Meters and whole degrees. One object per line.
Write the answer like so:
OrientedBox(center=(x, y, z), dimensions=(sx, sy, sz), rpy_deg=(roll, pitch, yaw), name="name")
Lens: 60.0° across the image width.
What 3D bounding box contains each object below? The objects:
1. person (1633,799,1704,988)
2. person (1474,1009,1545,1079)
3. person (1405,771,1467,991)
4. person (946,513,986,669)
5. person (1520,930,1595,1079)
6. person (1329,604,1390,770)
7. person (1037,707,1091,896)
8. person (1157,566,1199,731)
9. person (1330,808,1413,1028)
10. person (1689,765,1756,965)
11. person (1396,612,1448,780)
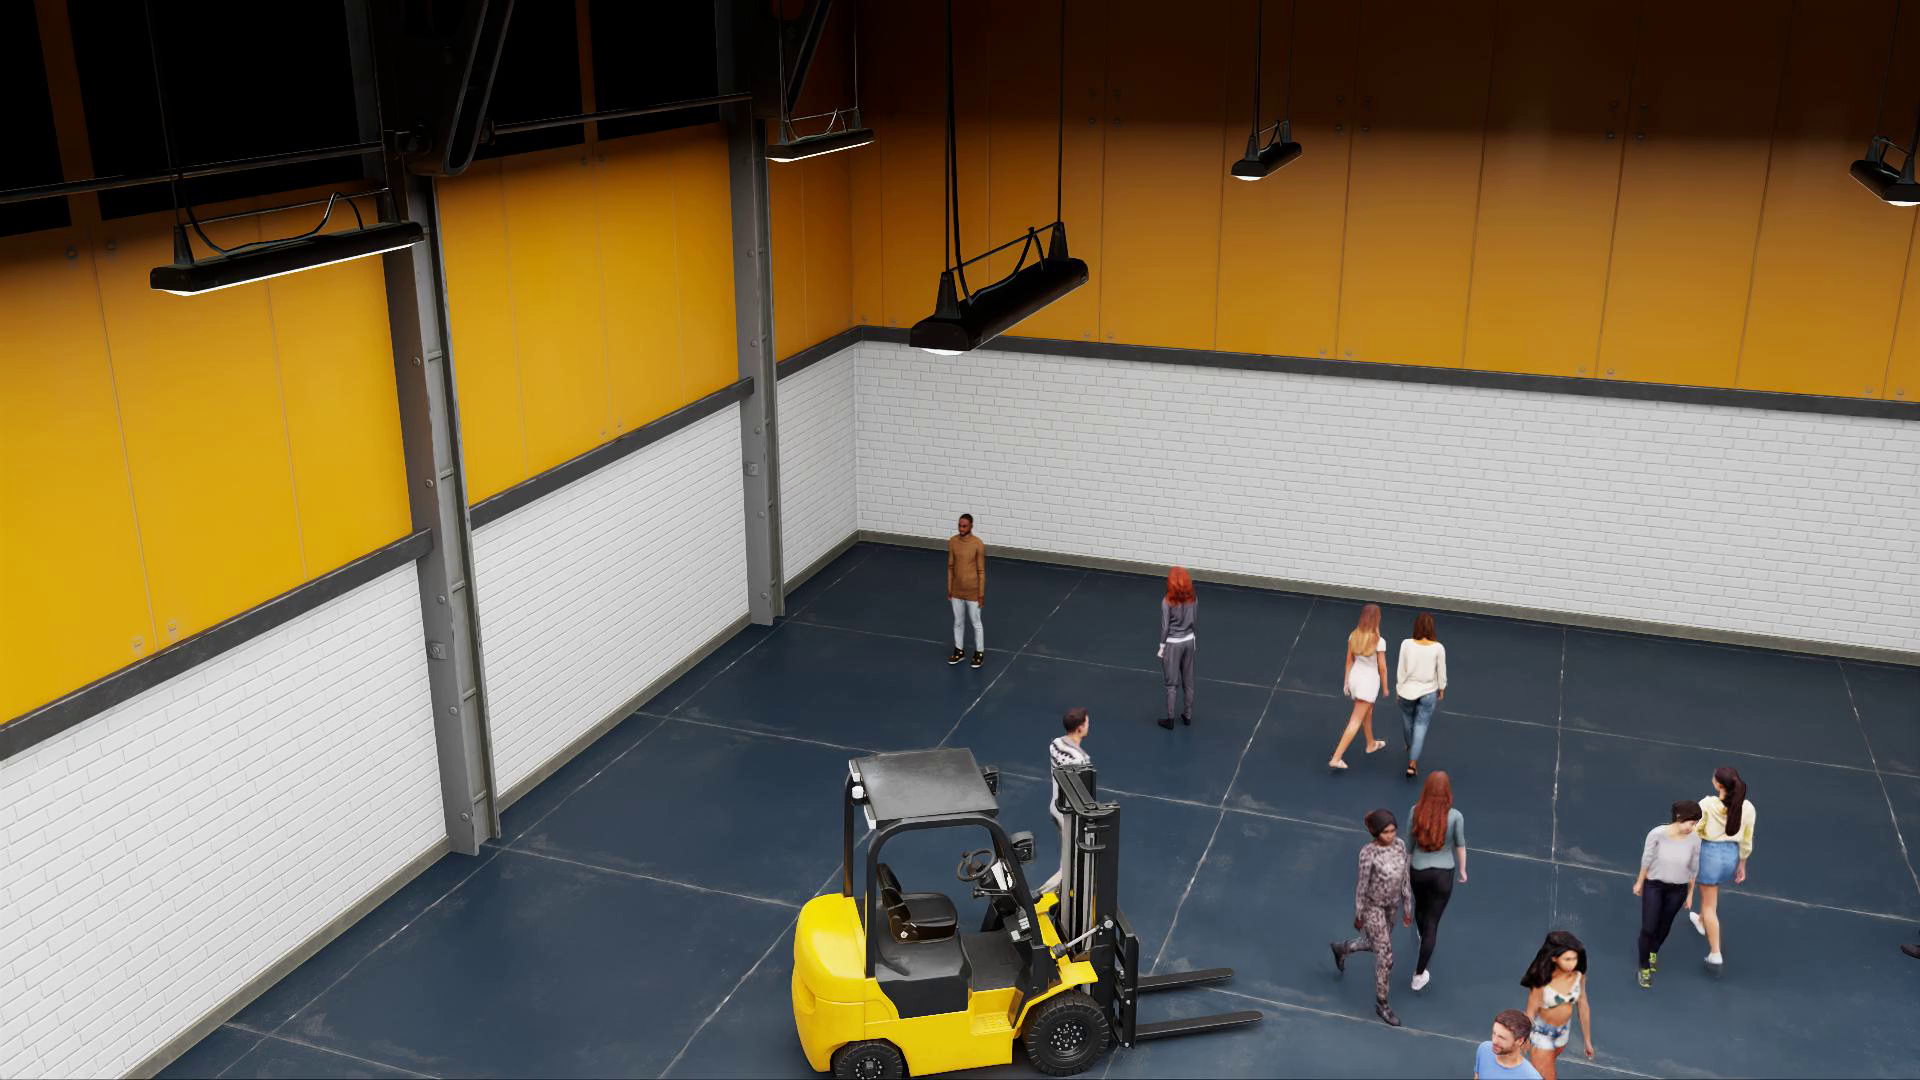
OrientedBox(center=(5.534, 2.685, 13.059), dimensions=(0.652, 1.520, 0.819), rpy_deg=(4, 19, 13), name="person")
OrientedBox(center=(3.190, 3.586, 9.846), dimensions=(0.767, 1.864, 0.738), rpy_deg=(-12, 22, -32), name="person")
OrientedBox(center=(3.626, 2.663, 12.853), dimensions=(0.675, 1.694, 1.111), rpy_deg=(8, 20, 22), name="person")
OrientedBox(center=(0.083, 0.557, 18.918), dimensions=(0.633, 1.815, 0.552), rpy_deg=(9, 20, 24), name="person")
OrientedBox(center=(3.895, 3.287, 11.151), dimensions=(0.867, 1.596, 0.947), rpy_deg=(-7, 20, -21), name="person")
OrientedBox(center=(3.944, 1.483, 16.419), dimensions=(1.188, 1.654, 0.997), rpy_deg=(-13, 23, -34), name="person")
OrientedBox(center=(0.855, 2.278, 13.768), dimensions=(1.013, 1.839, 0.960), rpy_deg=(-7, 20, -20), name="person")
OrientedBox(center=(2.276, 1.114, 17.314), dimensions=(0.658, 1.782, 0.703), rpy_deg=(-7, 20, -20), name="person")
OrientedBox(center=(3.112, 2.768, 12.546), dimensions=(1.038, 1.691, 1.079), rpy_deg=(-10, 21, -26), name="person")
OrientedBox(center=(6.013, 2.602, 13.189), dimensions=(0.871, 1.594, 1.181), rpy_deg=(0, 19, 1), name="person")
OrientedBox(center=(4.476, 1.543, 16.258), dimensions=(0.662, 1.644, 0.990), rpy_deg=(9, 20, 24), name="person")
